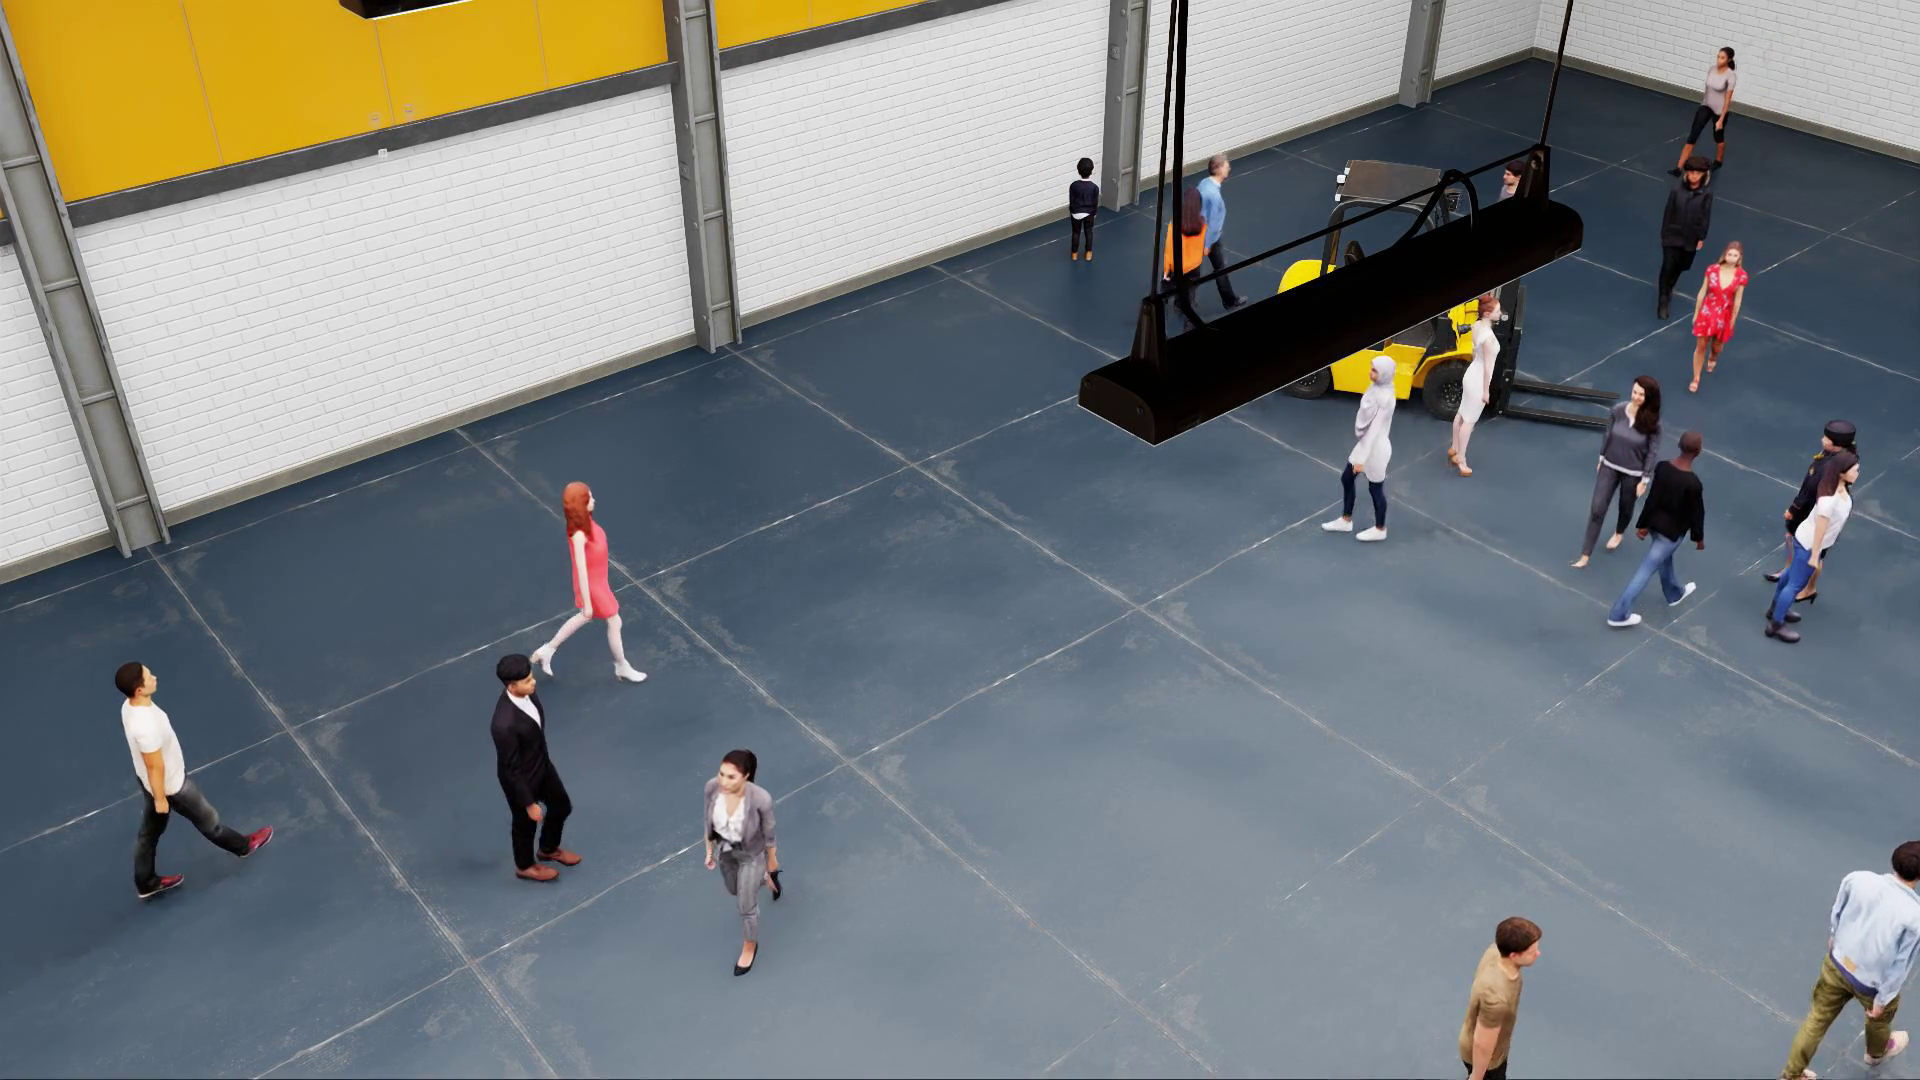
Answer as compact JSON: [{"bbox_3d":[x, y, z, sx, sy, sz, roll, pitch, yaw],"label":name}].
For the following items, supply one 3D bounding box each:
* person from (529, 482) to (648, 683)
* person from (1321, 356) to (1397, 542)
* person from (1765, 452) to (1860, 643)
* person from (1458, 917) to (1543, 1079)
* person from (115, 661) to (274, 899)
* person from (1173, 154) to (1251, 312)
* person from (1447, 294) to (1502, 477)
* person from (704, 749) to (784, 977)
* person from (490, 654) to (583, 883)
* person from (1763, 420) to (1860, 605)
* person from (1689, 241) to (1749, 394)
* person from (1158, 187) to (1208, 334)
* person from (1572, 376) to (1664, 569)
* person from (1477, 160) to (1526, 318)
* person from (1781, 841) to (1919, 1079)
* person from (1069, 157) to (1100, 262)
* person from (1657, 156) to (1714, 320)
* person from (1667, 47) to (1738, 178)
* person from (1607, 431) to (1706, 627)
[{"bbox_3d":[-2.853,0.368,12.454,1.178,1.801,0.968,-5,34,-8],"label":"person"},{"bbox_3d":[3.610,-0.753,14.181,0.931,1.756,0.857,-3,34,-4],"label":"person"},{"bbox_3d":[6.676,0.036,13.065,0.727,1.678,0.603,15,36,21],"label":"person"},{"bbox_3d":[2.736,2.683,8.938,0.951,1.838,0.938,12,35,17],"label":"person"},{"bbox_3d":[-5.205,1.582,10.668,1.105,1.758,0.649,-25,41,-32],"label":"person"},{"bbox_3d":[2.571,-3.279,17.962,1.166,1.778,0.947,-9,35,-13],"label":"person"},{"bbox_3d":[4.688,-1.419,15.150,0.668,1.793,0.625,1,34,1],"label":"person"},{"bbox_3d":[-1.300,1.898,10.282,0.836,1.657,1.037,15,36,21],"label":"person"},{"bbox_3d":[-2.887,1.486,10.717,0.901,1.862,0.823,6,34,9],"label":"person"},{"bbox_3d":[7.005,-0.166,13.392,0.809,1.652,0.701,26,41,33],"label":"person"},{"bbox_3d":[7.558,-2.263,16.611,0.715,1.582,0.853,18,38,25],"label":"person"},{"bbox_3d":[2.361,-2.760,17.243,1.032,1.710,0.929,-13,36,-19],"label":"person"},{"bbox_3d":[5.613,-0.601,13.988,0.797,1.717,1.142,23,40,30],"label":"person"},{"bbox_3d":[5.800,-3.150,17.704,0.713,1.848,0.740,-6,34,-9],"label":"person"},{"bbox_3d":[4.981,2.470,9.320,1.183,1.770,0.848,-16,37,-22],"label":"person"},{"bbox_3d":[1.428,-3.842,19.311,0.567,1.223,0.638,0,34,0],"label":"person"},{"bbox_3d":[7.851,-3.334,18.066,1.038,1.754,1.170,7,34,11],"label":"person"},{"bbox_3d":[9.736,-5.469,21.342,1.274,1.683,0.746,-18,38,-25],"label":"person"},{"bbox_3d":[5.490,-0.030,13.143,1.193,1.702,0.879,-11,35,-16],"label":"person"}]
